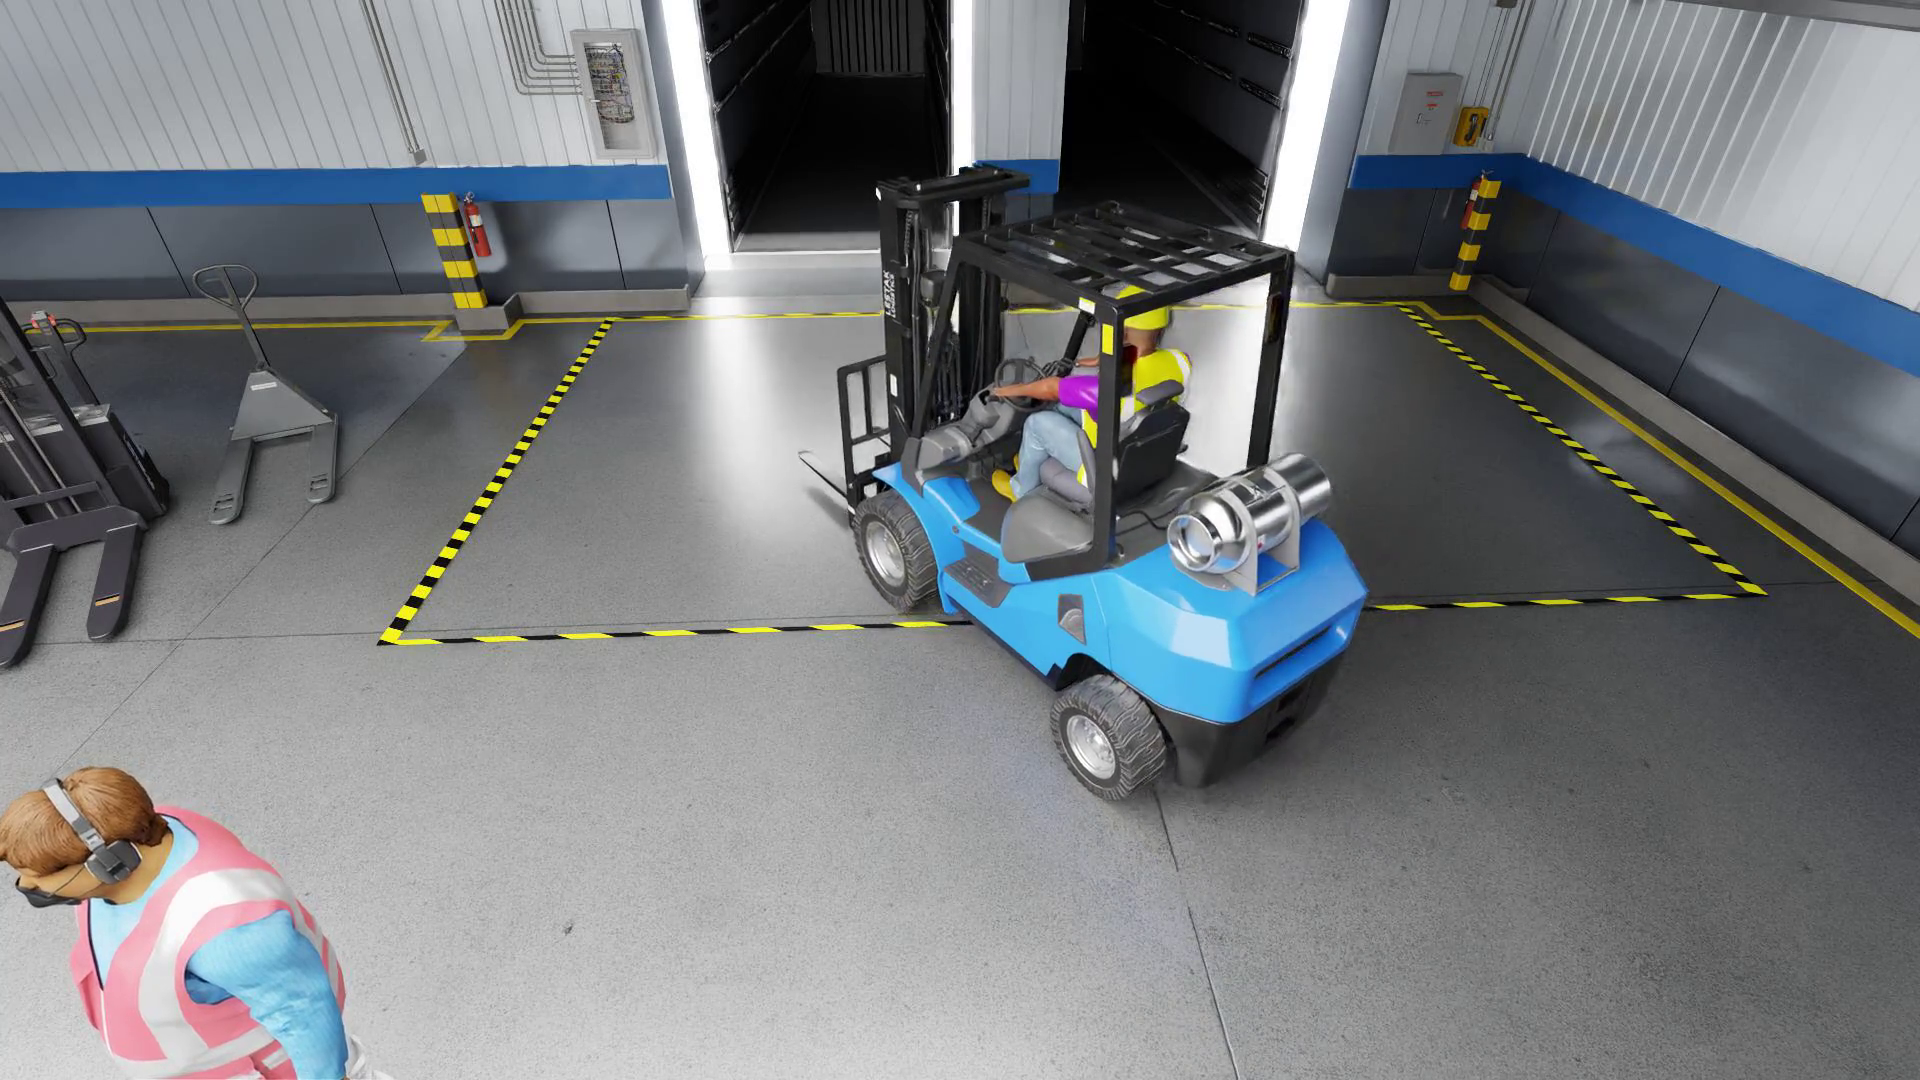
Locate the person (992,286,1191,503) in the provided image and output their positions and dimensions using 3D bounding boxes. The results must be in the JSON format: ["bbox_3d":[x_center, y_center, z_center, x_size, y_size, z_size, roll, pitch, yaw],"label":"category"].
[{"bbox_3d":[0.548,-0.644,4.277,0.635,1.294,1.004,-23,41,-30],"label":"person"}]

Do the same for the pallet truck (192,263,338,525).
[{"bbox_3d":[-4.778,-1.027,6.128,0.680,1.201,1.601,-17,38,-23],"label":"pallet truck"}]

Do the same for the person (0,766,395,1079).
[{"bbox_3d":[-1.793,1.247,2.333,0.636,1.841,0.429,18,39,24],"label":"person"}]

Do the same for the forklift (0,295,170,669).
[{"bbox_3d":[-5.212,-0.618,4.878,0.823,1.965,1.885,-20,39,-26],"label":"forklift"}]

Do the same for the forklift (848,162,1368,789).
[{"bbox_3d":[0.578,-0.461,4.341,1.157,2.036,2.680,-23,41,-30],"label":"forklift"}]
